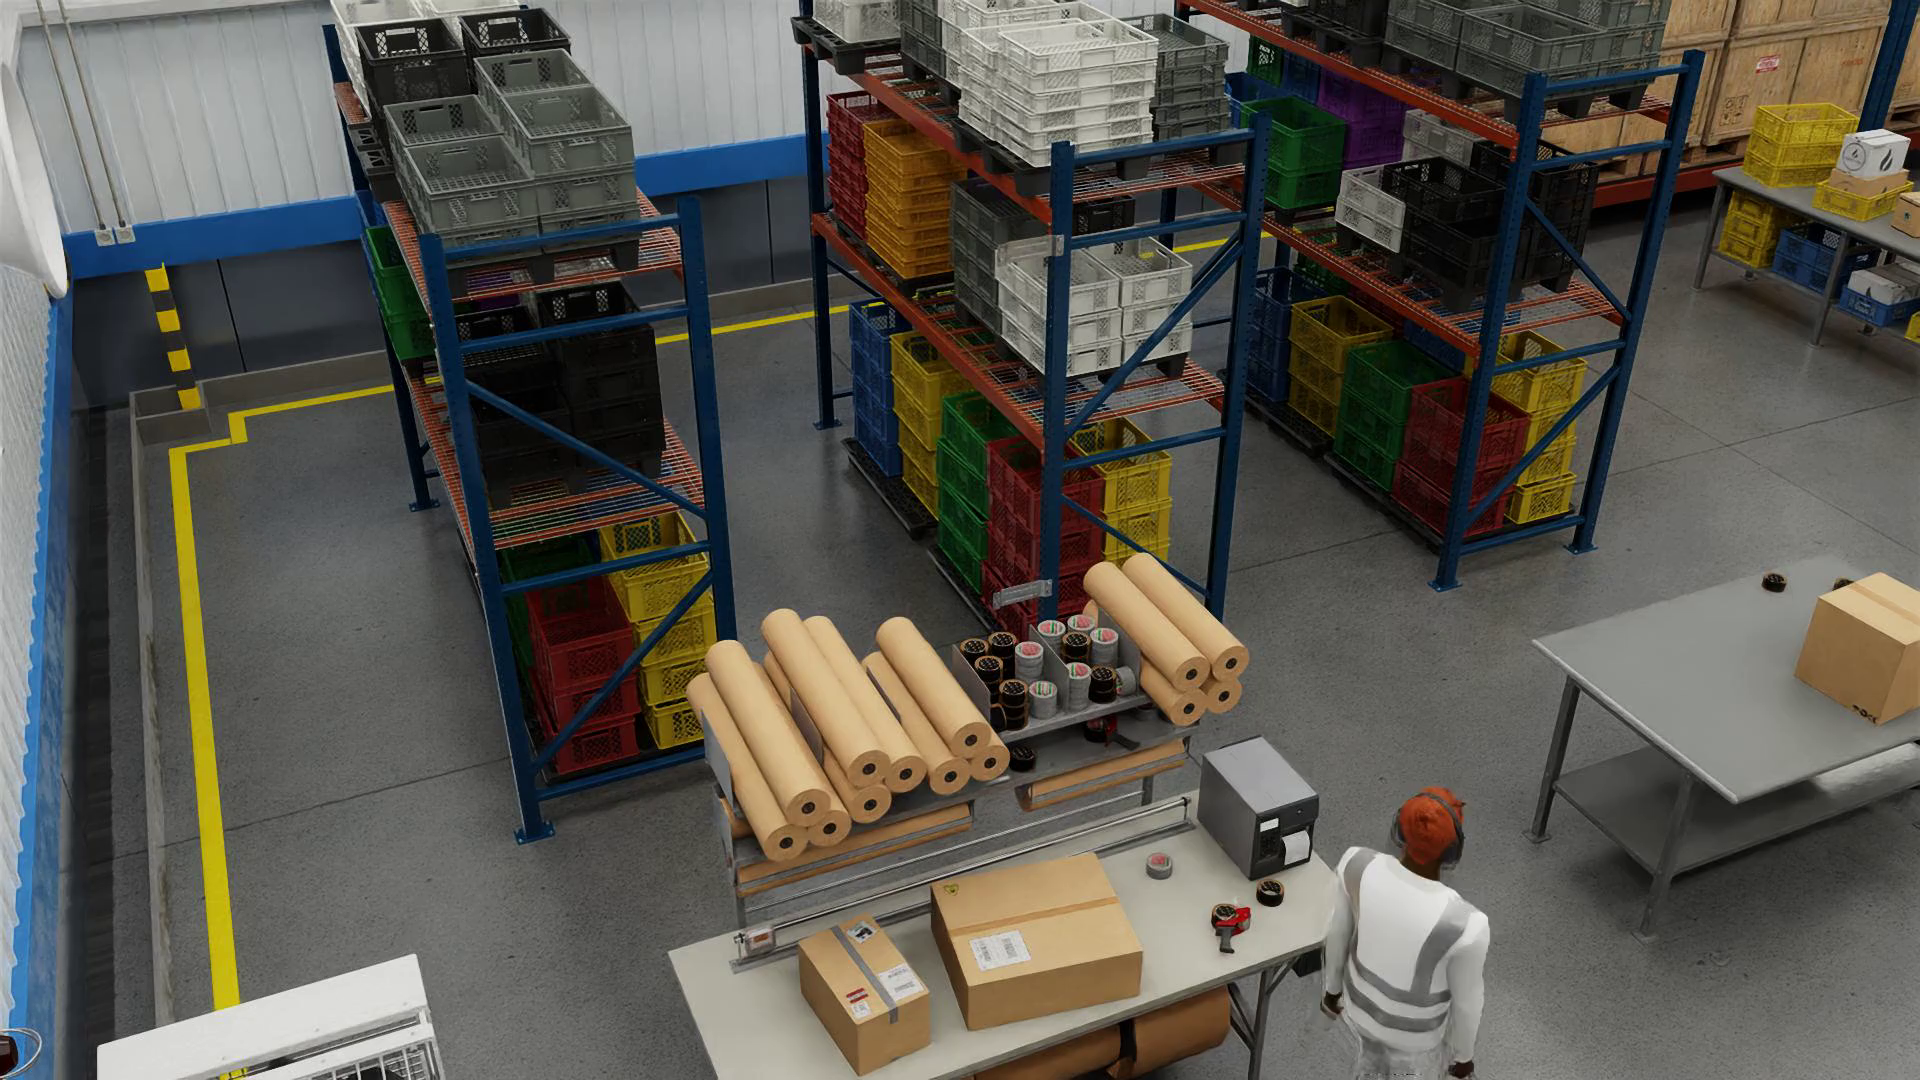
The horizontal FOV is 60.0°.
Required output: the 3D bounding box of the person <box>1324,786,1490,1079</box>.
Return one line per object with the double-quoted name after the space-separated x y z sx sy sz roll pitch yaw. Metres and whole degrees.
1.480 1.651 5.765 0.750 1.861 0.585 -23 39 -33 "person"
